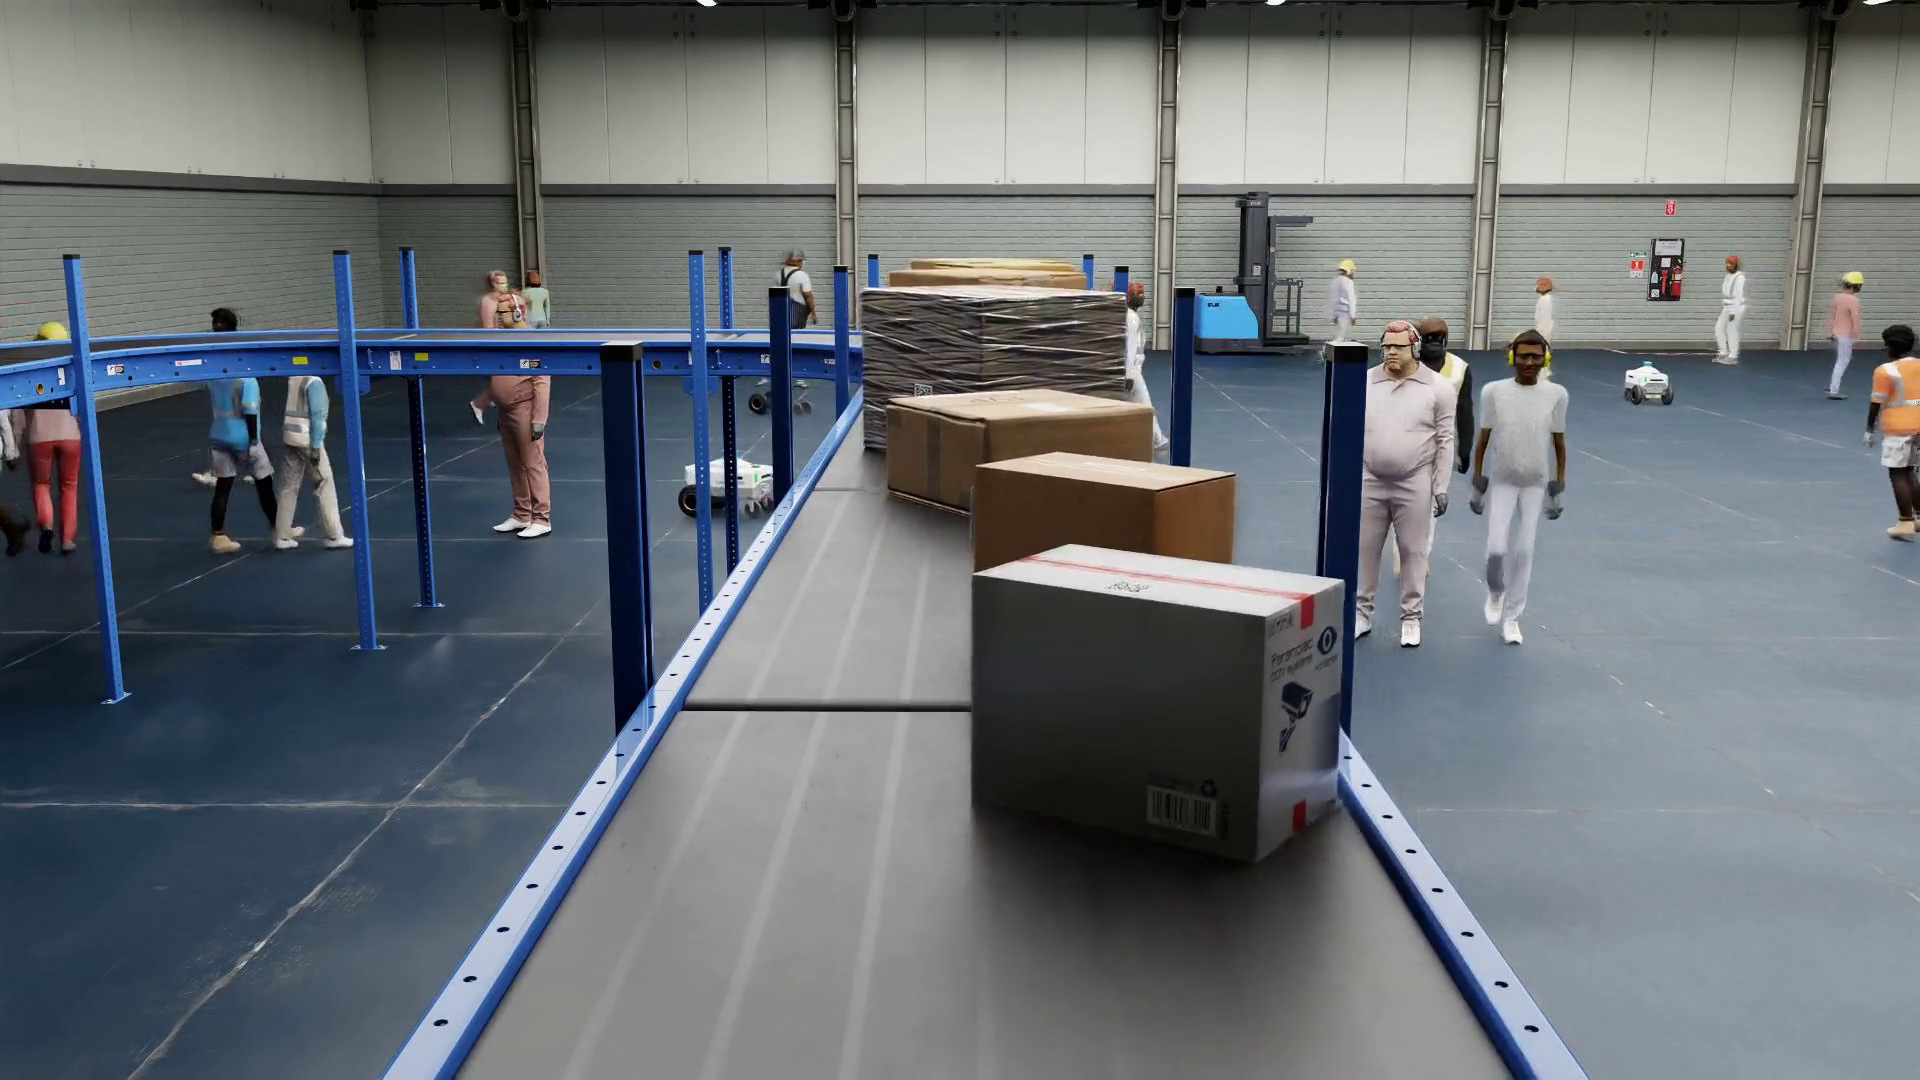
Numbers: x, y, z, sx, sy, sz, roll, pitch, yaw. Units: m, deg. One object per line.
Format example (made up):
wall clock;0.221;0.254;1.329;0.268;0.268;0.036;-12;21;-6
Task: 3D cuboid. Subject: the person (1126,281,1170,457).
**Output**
person;1.830;-1.773;17.372;0.968;1.826;0.602;-2;11;-11

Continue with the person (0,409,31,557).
person;-6.825;-0.661;11.573;0.571;1.883;0.958;0;11;3

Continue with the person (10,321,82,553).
person;-6.700;-0.742;12.298;0.548;1.735;0.425;-5;12;-25

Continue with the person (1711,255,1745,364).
person;13.116;-3.921;28.347;0.542;1.854;0.651;0;11;-1

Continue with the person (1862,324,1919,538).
person;7.401;-0.851;13.036;0.549;1.662;0.472;-2;11;-12

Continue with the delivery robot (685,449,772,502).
delivery robot;-1.963;-0.529;14.125;0.707;0.478;0.477;3;12;18

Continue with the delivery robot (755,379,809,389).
delivery robot;-2.295;-2.072;21.401;0.698;0.223;0.335;4;12;21

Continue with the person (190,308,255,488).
person;-6.851;-1.316;15.476;0.549;1.652;0.856;10;15;41

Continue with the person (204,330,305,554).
person;-5.400;-0.752;12.556;0.551;1.661;0.746;5;12;25

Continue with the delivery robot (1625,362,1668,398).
delivery robot;9.329;-2.177;22.597;0.477;0.478;0.707;0;11;1

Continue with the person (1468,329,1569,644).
person;3.305;-0.323;9.856;0.550;1.856;0.438;2;11;11

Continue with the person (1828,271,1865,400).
person;12.222;-2.812;22.901;0.426;1.749;0.560;0;11;0

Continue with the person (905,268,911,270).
person;-0.591;-2.225;19.500;0.652;1.905;0.601;-8;14;-36

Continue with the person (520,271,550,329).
person;-6.811;-3.484;26.678;0.503;1.633;0.280;-10;15;-40

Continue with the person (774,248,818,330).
person;-2.525;-3.660;26.642;0.711;2.000;0.897;11;15;44

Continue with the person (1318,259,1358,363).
person;6.336;-3.767;27.681;0.697;1.808;0.600;-2;11;-9

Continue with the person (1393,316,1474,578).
person;3.220;-0.628;11.509;0.651;1.820;0.649;2;11;9

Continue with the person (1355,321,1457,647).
person;2.541;-0.328;9.757;0.651;1.906;0.402;6;12;26

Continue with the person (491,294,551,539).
person;-3.481;-0.976;13.091;0.403;1.906;0.651;-10;15;-42

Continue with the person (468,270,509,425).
person;-5.447;-2.215;19.505;0.687;1.882;0.654;1;11;3

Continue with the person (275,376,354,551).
person;-4.925;-0.716;12.542;0.577;1.605;0.531;-10;15;-42

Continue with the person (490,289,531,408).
person;-5.701;-2.400;21.227;0.875;1.587;0.515;5;12;22

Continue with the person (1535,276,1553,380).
person;8.647;-3.121;24.822;0.338;1.618;0.534;3;11;15

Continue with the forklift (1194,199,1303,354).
forklift;5.313;-4.851;30.603;1.873;2.768;1.129;0;11;1
